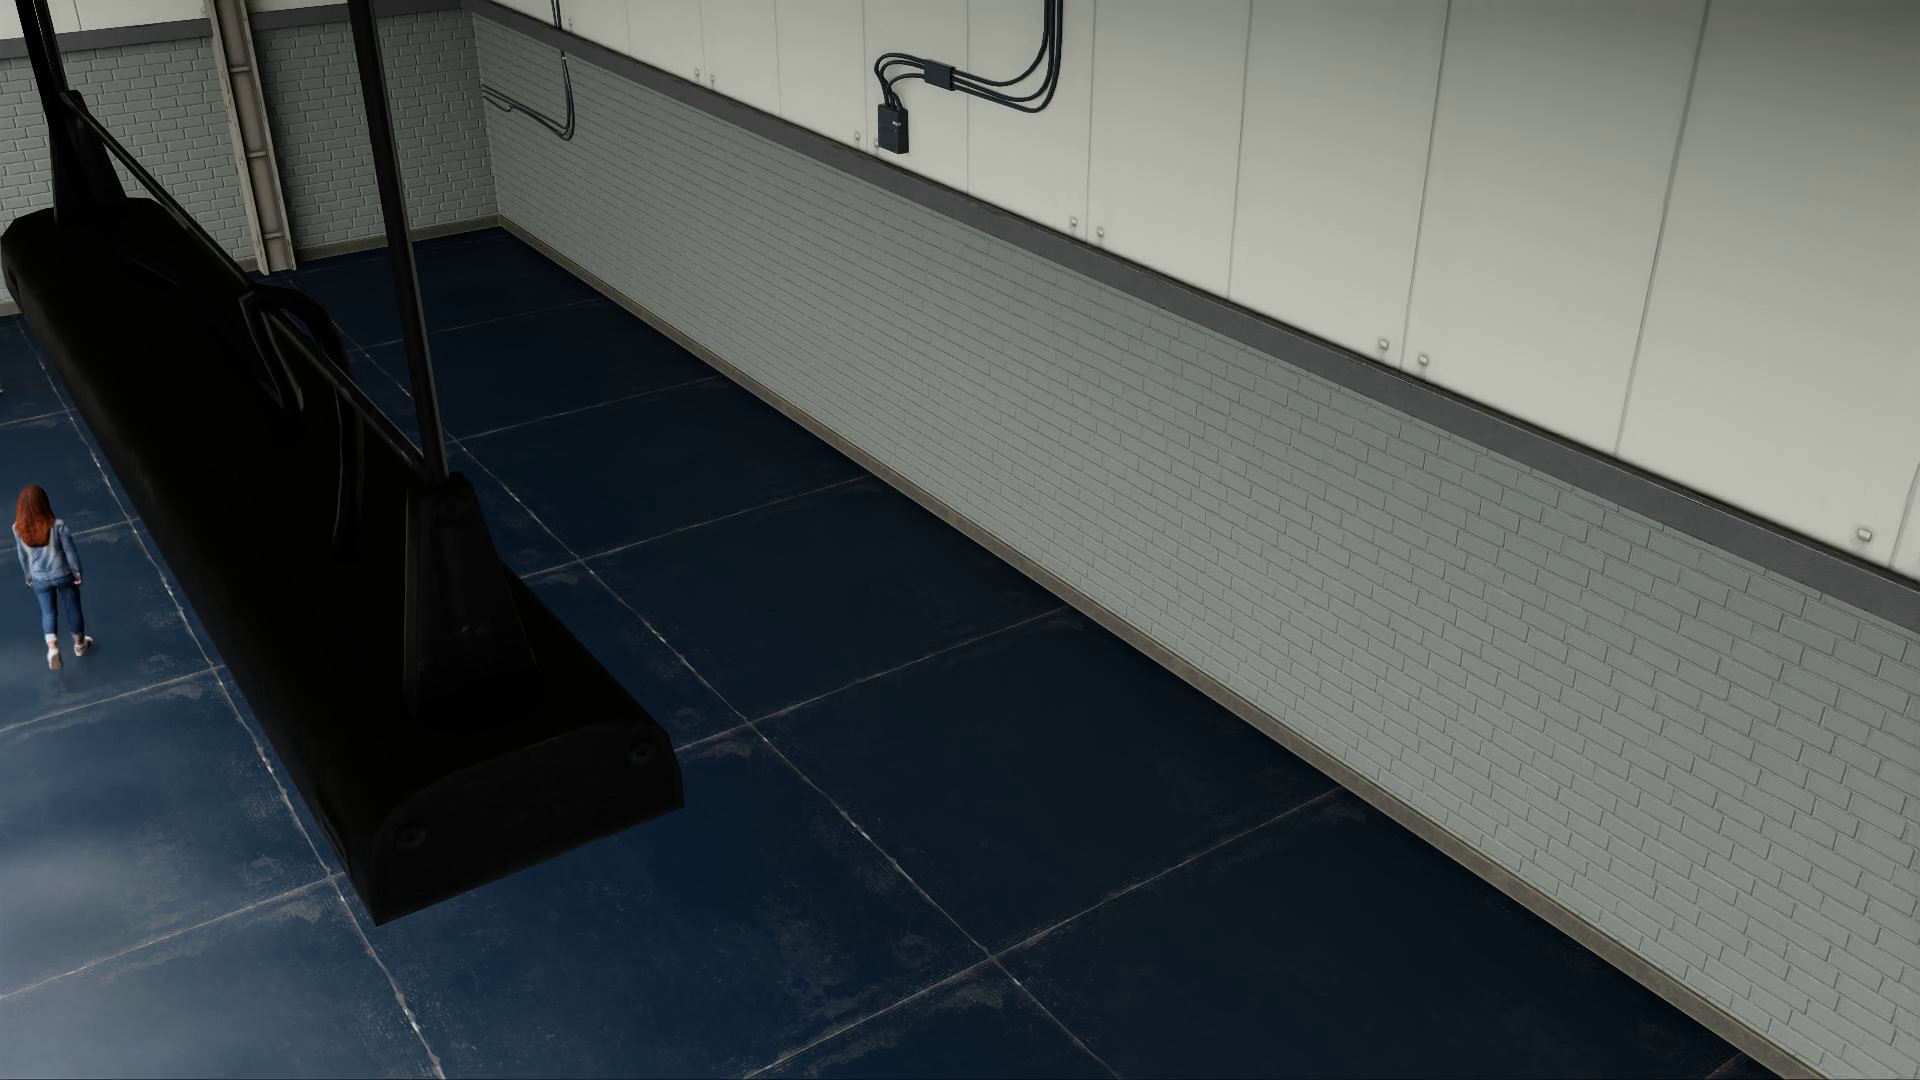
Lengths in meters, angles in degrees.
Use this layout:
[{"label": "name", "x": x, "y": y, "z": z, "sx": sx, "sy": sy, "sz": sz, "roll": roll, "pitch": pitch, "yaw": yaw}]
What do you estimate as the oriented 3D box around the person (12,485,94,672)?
[{"label": "person", "x": -6.801, "y": 0.298, "z": 12.418, "sx": 0.851, "sy": 1.466, "sz": 0.812, "roll": -6, "pitch": 29, "yaw": -10}]
